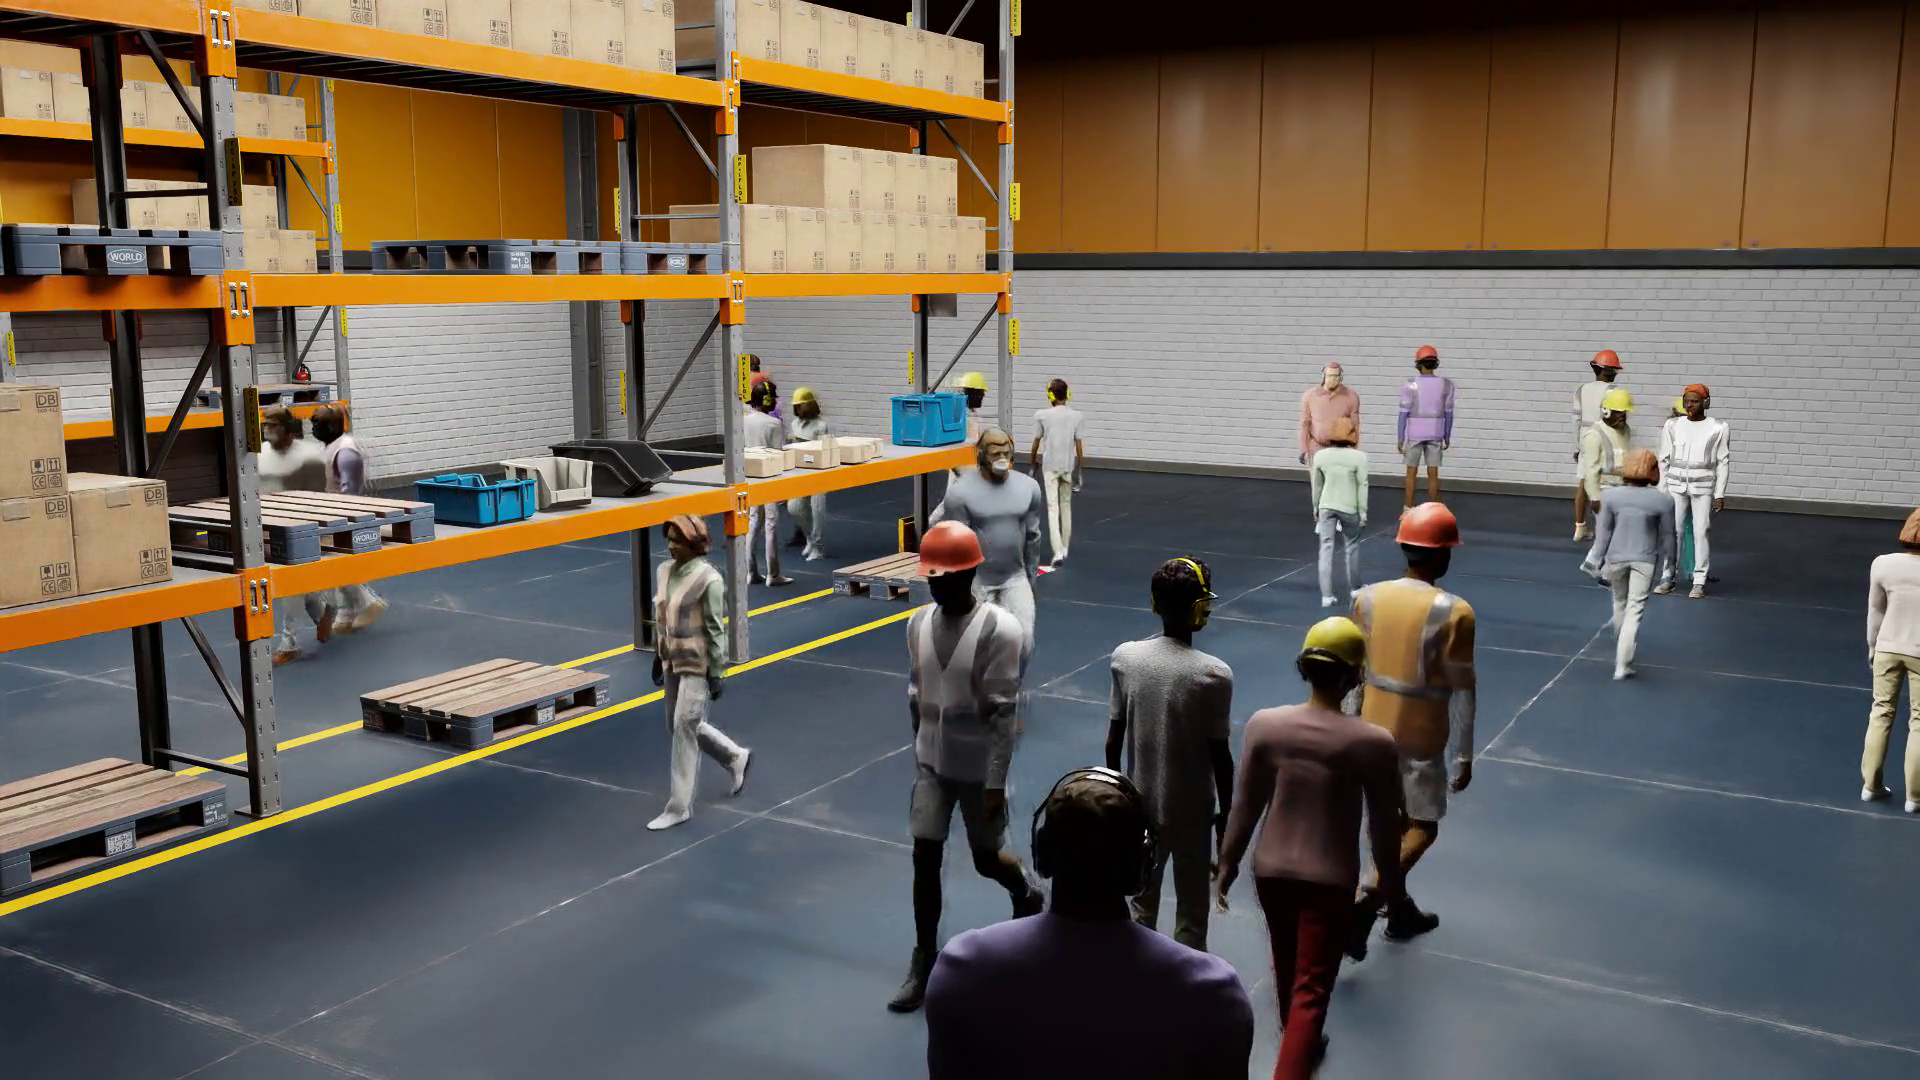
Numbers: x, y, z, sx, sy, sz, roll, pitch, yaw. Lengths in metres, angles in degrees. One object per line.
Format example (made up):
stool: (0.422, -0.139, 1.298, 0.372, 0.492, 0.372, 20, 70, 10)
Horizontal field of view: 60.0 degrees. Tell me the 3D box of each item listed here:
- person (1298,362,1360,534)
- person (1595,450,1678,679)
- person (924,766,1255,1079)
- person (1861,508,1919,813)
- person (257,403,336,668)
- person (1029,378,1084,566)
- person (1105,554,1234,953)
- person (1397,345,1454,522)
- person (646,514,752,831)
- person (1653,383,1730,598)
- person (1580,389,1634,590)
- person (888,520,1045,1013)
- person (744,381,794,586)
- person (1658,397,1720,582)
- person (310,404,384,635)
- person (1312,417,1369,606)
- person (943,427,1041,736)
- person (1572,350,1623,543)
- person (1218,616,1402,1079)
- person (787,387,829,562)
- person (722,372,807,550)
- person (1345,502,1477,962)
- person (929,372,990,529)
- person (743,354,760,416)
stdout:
person: (4.009, -0.996, 18.125, 0.641, 1.891, 0.421, 2, 9, 14)
person: (4.820, 0.160, 11.824, 0.521, 1.587, 0.842, 7, 12, 39)
person: (0.248, 1.372, 3.171, 0.627, 1.941, 0.371, 3, 9, 16)
person: (5.051, 0.626, 8.814, 0.283, 1.625, 0.494, -7, 12, -38)
person: (-4.895, -0.069, 12.262, 0.640, 1.920, 0.831, 3, 10, 18)
person: (0.963, -0.673, 16.312, 0.510, 1.825, 0.914, -2, 9, -10)
person: (0.748, 0.979, 5.845, 0.521, 1.870, 0.319, 8, 12, 39)
person: (5.249, -1.183, 18.829, 0.622, 2.029, 0.423, 0, 9, 3)
person: (-1.365, 0.651, 8.643, 0.685, 1.616, 0.523, -8, 12, -42)
person: (6.417, -0.431, 14.599, 0.585, 1.882, 0.337, 8, 12, 40)
person: (5.830, -0.461, 14.996, 0.677, 1.814, 0.620, -7, 12, -38)
person: (0.043, 0.848, 6.574, 0.543, 1.910, 0.822, 6, 11, 32)
person: (-1.787, -0.510, 15.156, 0.516, 1.865, 0.325, 6, 11, 32)
person: (6.559, -0.466, 15.301, 0.870, 1.728, 0.533, -1, 9, -5)
person: (-4.862, -0.148, 13.001, 0.441, 1.827, 0.650, -6, 11, -31)
person: (3.313, -0.258, 14.353, 0.523, 1.600, 0.752, 6, 11, 31)
person: (0.212, 0.272, 10.088, 0.641, 1.917, 0.506, -3, 10, -17)
person: (6.751, -0.983, 17.563, 0.395, 2.039, 0.607, -5, 10, -29)
person: (1.169, 1.111, 5.560, 0.560, 1.700, 0.933, 6, 11, 33)
person: (-1.491, -0.643, 16.412, 0.494, 1.724, 0.364, 6, 11, 33)
person: (-1.964, -0.782, 16.913, 1.073, 1.862, 0.609, -5, 10, -28)
person: (1.793, 0.804, 6.851, 0.757, 1.914, 0.554, -7, 12, -39)
person: (0.003, -0.735, 16.518, 0.986, 1.879, 0.598, 4, 10, 25)
person: (-2.589, -1.385, 20.683, 0.429, 1.845, 0.621, -9, 13, -44)
